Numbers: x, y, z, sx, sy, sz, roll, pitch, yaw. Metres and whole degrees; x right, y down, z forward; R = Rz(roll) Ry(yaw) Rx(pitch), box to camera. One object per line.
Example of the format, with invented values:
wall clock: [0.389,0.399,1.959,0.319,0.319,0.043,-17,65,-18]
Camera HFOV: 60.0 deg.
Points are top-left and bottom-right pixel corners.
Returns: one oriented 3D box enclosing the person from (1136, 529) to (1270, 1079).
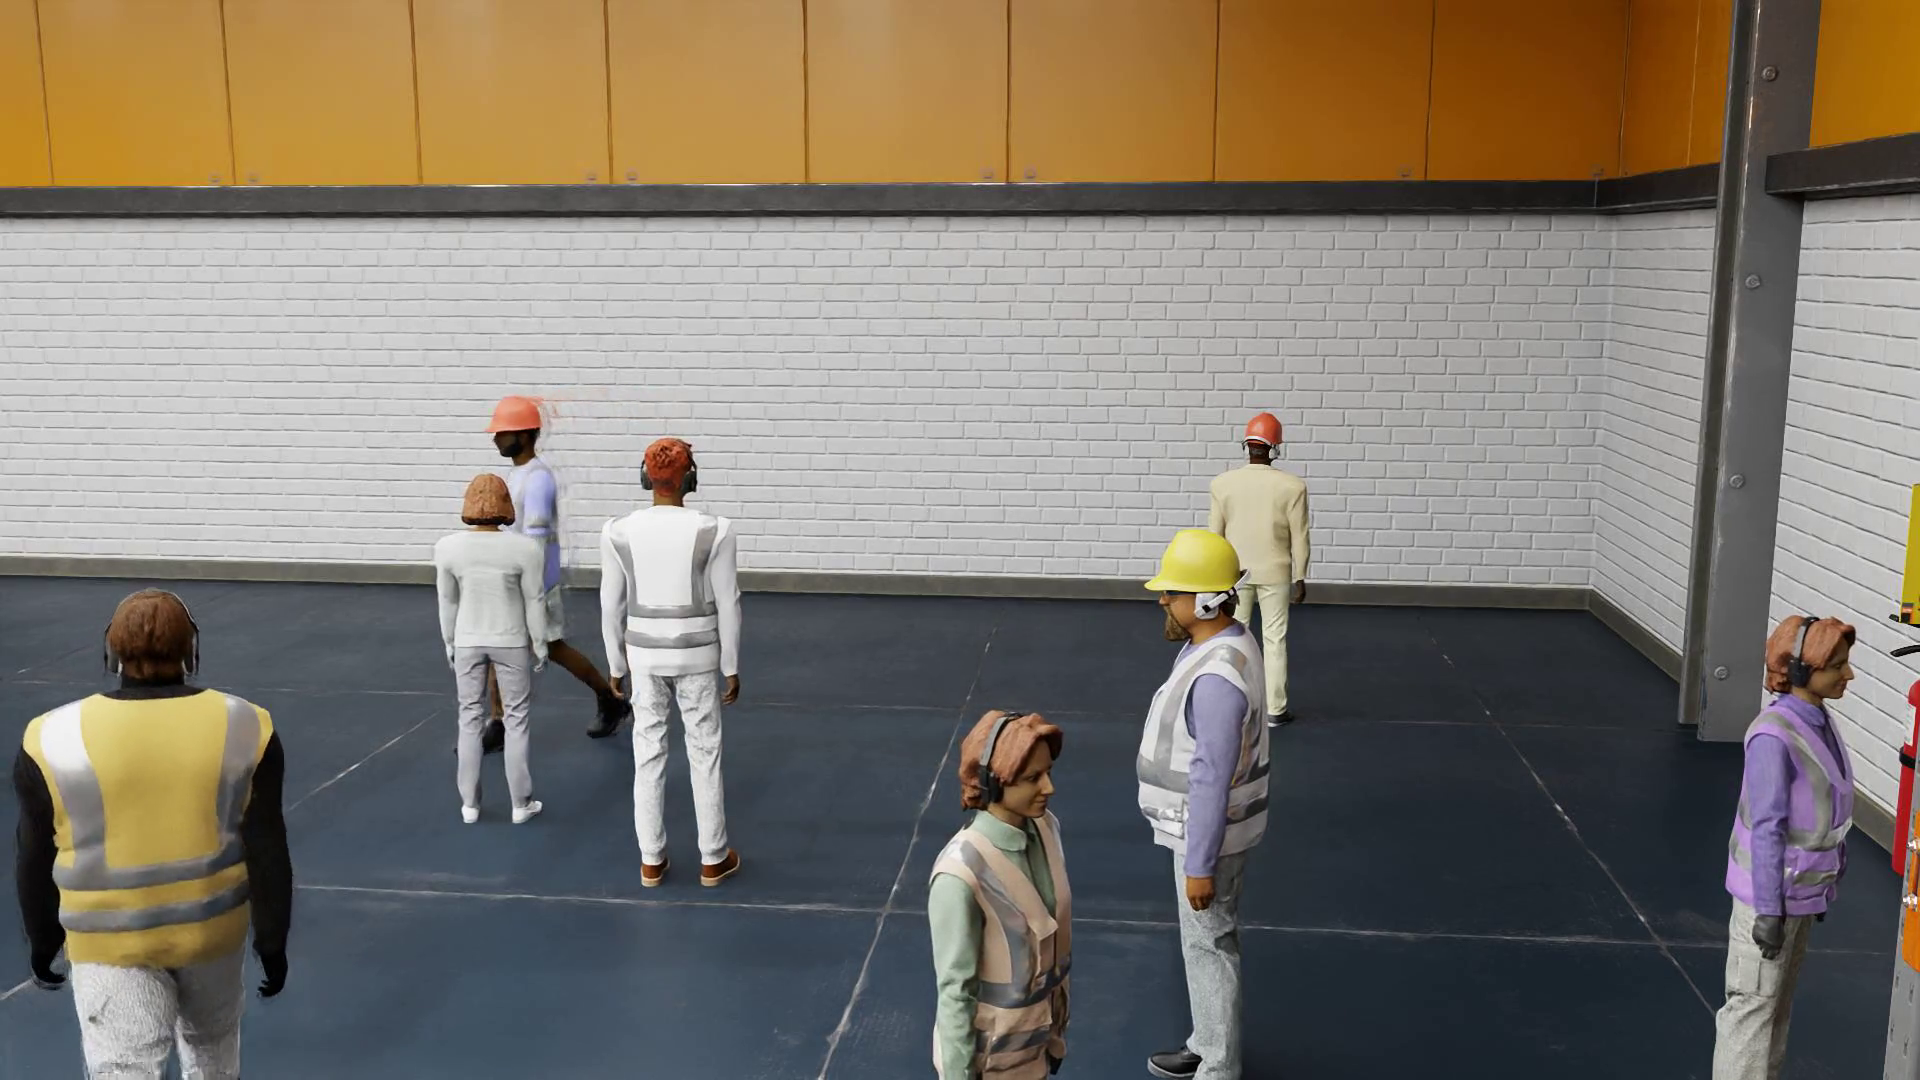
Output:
person: [0.739,0.866,5.091,0.404,1.824,0.586,2,10,11]

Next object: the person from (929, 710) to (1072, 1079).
person: [0.094,1.183,3.789,0.309,1.638,0.522,5,11,26]

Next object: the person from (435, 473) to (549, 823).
person: [-2.161,0.503,7.712,0.502,1.627,0.288,0,10,1]

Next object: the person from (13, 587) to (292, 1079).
person: [-2.045,1.021,4.272,0.622,1.802,0.932,-6,12,-32]

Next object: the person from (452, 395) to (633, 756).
person: [-2.218,0.177,8.799,0.935,1.900,0.553,-6,11,-30]

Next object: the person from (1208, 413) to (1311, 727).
person: [1.667,0.167,9.278,0.573,1.750,0.329,4,11,20]

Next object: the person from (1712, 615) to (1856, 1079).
person: [2.347,1.016,4.740,0.311,1.642,0.513,8,13,39]

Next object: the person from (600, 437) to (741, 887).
person: [-1.190,0.515,6.916,0.574,1.882,0.358,1,10,3]
